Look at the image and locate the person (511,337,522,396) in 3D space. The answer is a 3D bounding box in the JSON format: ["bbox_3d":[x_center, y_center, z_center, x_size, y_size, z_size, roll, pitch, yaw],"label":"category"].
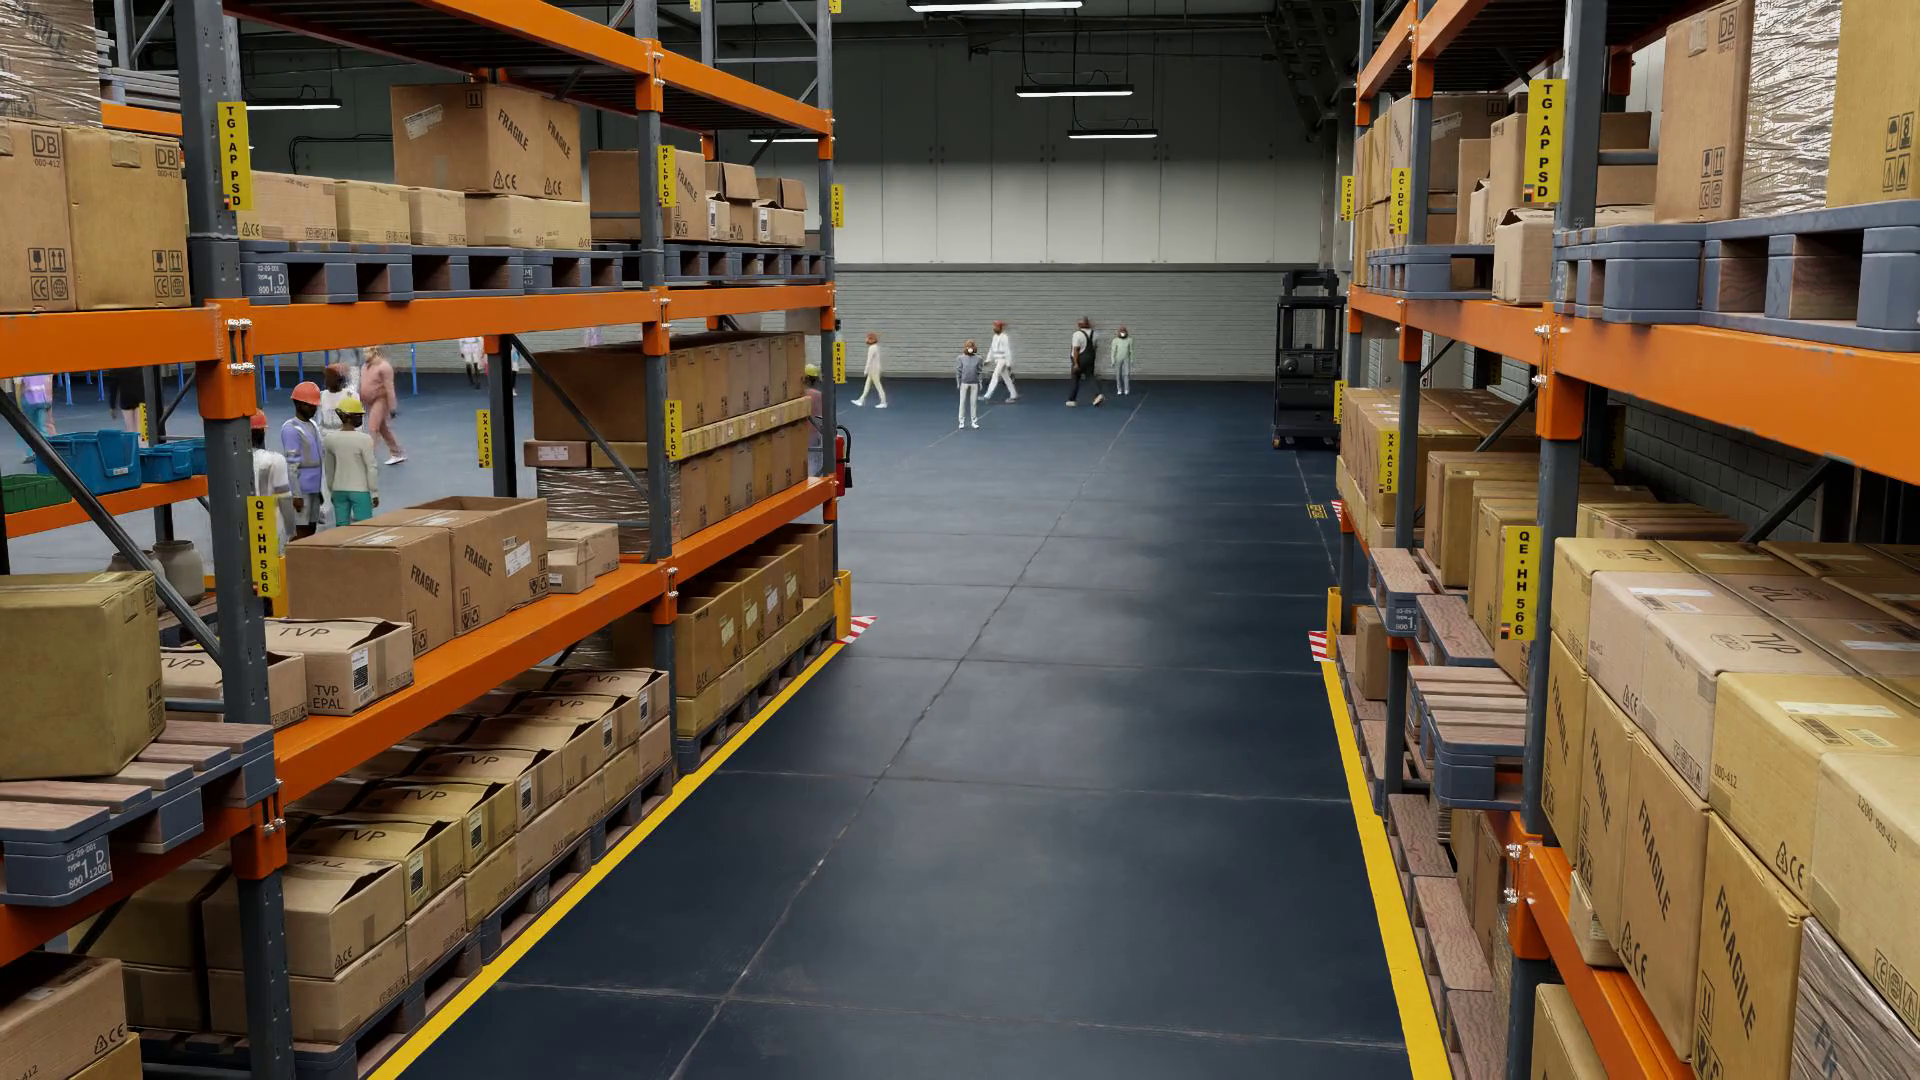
[{"bbox_3d":[-10.432,-4.174,38.627,0.558,1.682,0.370,-8,12,-40],"label":"person"}]

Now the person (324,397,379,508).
[{"bbox_3d":[-5.613,-0.441,15.392,0.526,1.765,0.329,3,10,15],"label":"person"}]

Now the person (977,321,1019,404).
[{"bbox_3d":[0.867,-3.922,36.698,1.029,1.828,0.583,-3,10,-18],"label":"person"}]

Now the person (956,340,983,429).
[{"bbox_3d":[0.178,-2.894,30.918,0.497,1.634,0.279,-2,9,-11],"label":"person"}]

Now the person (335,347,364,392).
[{"bbox_3d":[-12.641,-3.587,34.360,0.635,1.919,0.784,1,9,9],"label":"person"}]

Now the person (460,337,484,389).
[{"bbox_3d":[-12.109,-4.710,41.232,0.561,1.915,0.482,-2,9,-14],"label":"person"}]

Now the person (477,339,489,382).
[{"bbox_3d":[-10.490,-3.943,37.109,0.552,1.714,0.907,0,9,-3],"label":"person"}]

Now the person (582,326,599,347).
[{"bbox_3d":[-9.922,-5.234,44.597,0.430,1.878,0.660,1,9,6],"label":"person"}]

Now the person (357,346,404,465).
[{"bbox_3d":[-8.750,-2.011,24.805,0.669,1.851,1.013,8,12,39],"label":"person"}]

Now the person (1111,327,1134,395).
[{"bbox_3d":[3.822,-4.200,39.095,0.530,1.587,0.842,0,9,1],"label":"person"}]

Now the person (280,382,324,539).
[{"bbox_3d":[-5.890,-0.466,15.039,0.385,1.928,0.546,0,9,1],"label":"person"}]

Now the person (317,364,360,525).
[{"bbox_3d":[-7.224,-1.106,19.270,0.579,1.831,0.978,1,9,7],"label":"person"}]

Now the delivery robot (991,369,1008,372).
[{"bbox_3d":[1.050,-4.449,42.867,0.335,0.223,0.698,5,11,28],"label":"delivery robot"}]

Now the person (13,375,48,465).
[{"bbox_3d":[-13.969,-2.020,24.961,0.527,1.815,0.648,2,10,15],"label":"person"}]

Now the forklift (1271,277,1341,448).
[{"bbox_3d":[5.847,-3.016,27.970,1.129,2.768,1.873,1,9,9],"label":"forklift"}]

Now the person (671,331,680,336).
[{"bbox_3d":[-5.178,-2.901,30.388,0.547,1.814,0.837,-3,10,-18],"label":"person"}]

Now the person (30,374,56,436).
[{"bbox_3d":[-14.332,-2.195,25.814,0.636,1.899,0.400,6,11,32],"label":"person"}]

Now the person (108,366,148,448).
[{"bbox_3d":[-11.881,-1.917,23.851,0.657,1.962,0.849,-1,9,-6],"label":"person"}]

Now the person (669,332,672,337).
[{"bbox_3d":[-6.460,-3.949,36.660,0.642,1.882,0.740,8,12,40],"label":"person"}]

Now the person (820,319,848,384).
[{"bbox_3d":[-3.260,-4.888,43.045,0.634,1.679,0.541,4,10,23],"label":"person"}]

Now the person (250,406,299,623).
[{"bbox_3d":[-5.415,-0.073,12.731,0.543,1.903,0.949,1,9,9],"label":"person"}]

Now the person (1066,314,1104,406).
[{"bbox_3d":[2.706,-3.873,35.834,0.684,2.000,0.954,-6,11,-34],"label":"person"}]

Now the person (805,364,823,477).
[{"bbox_3d":[-1.970,-1.406,21.469,0.539,1.717,0.911,4,10,25],"label":"person"}]

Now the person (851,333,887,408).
[{"bbox_3d":[-1.940,-3.602,35.381,0.831,1.587,0.530,1,9,6],"label":"person"}]
